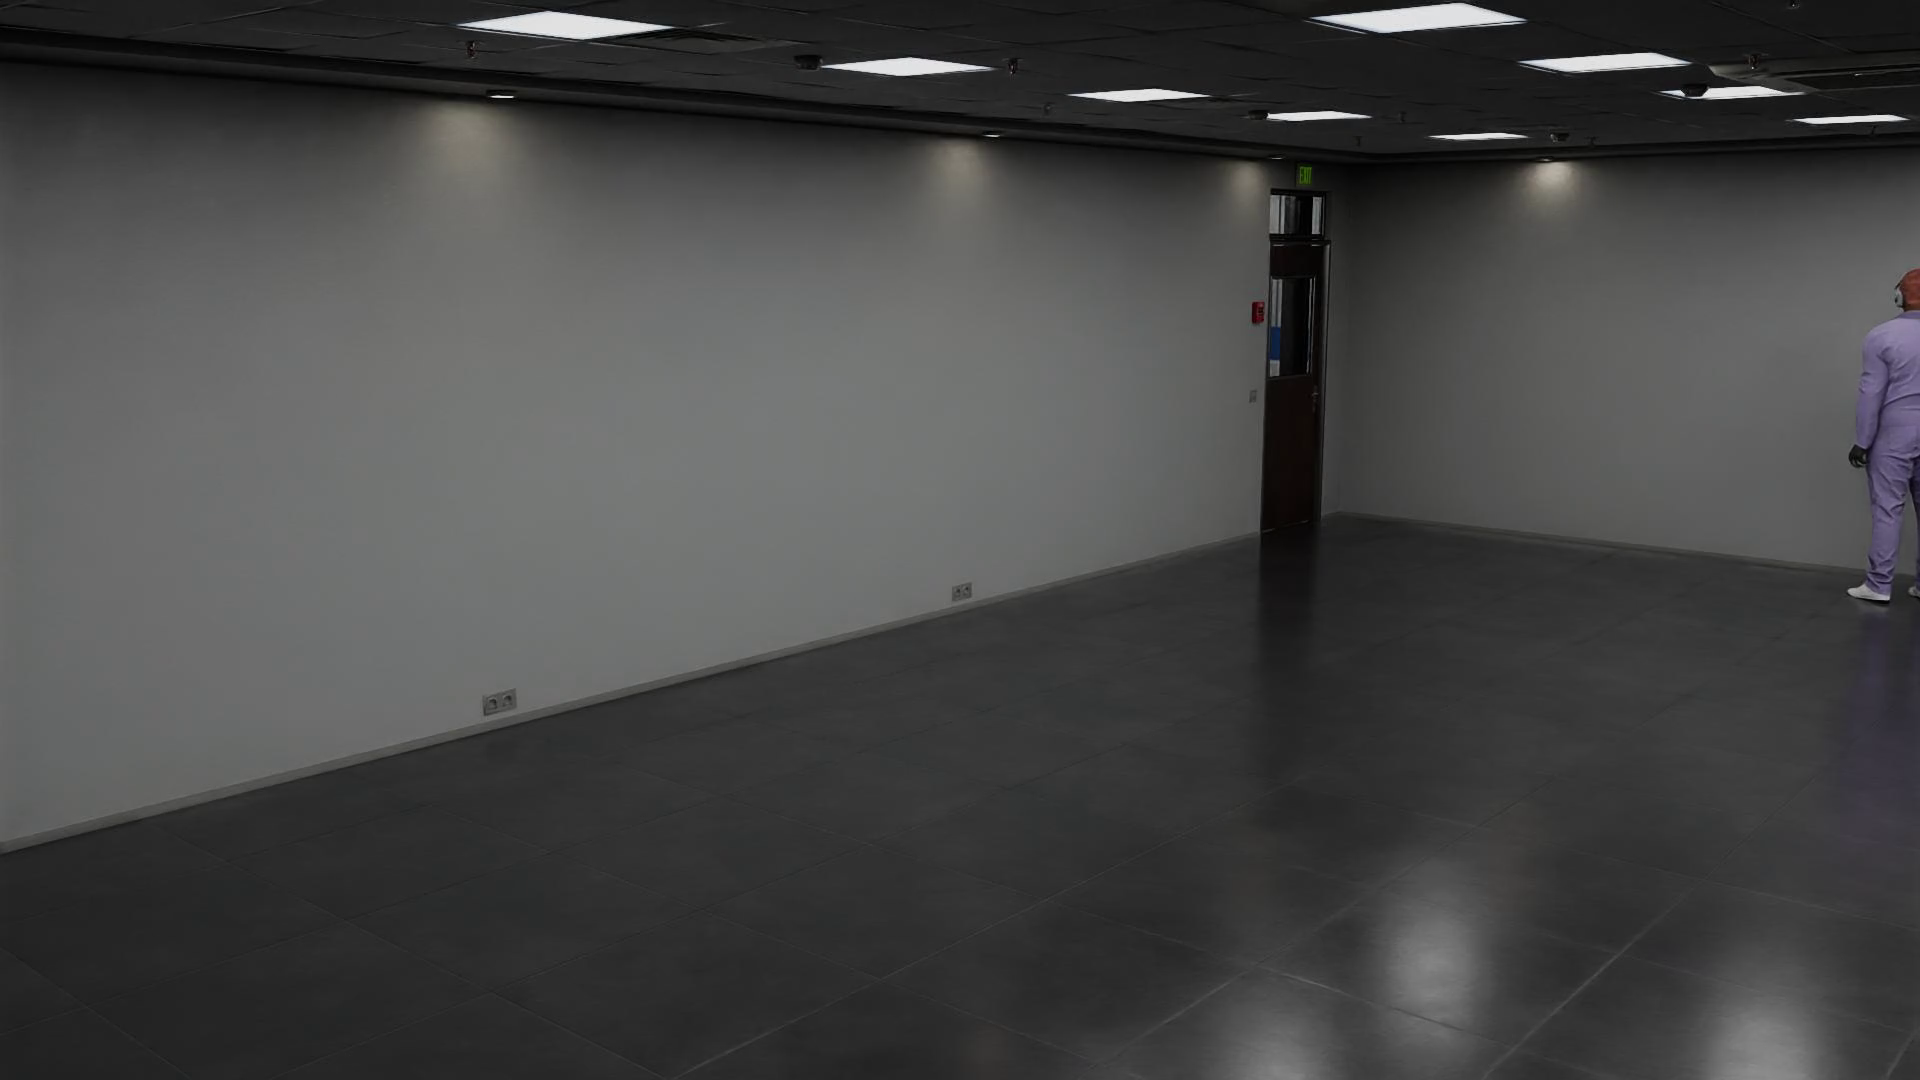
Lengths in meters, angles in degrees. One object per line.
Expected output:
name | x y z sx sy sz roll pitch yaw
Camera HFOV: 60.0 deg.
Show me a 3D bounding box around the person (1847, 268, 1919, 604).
person | 5.381 -0.582 9.458 0.643 1.905 0.400 0 10 1
